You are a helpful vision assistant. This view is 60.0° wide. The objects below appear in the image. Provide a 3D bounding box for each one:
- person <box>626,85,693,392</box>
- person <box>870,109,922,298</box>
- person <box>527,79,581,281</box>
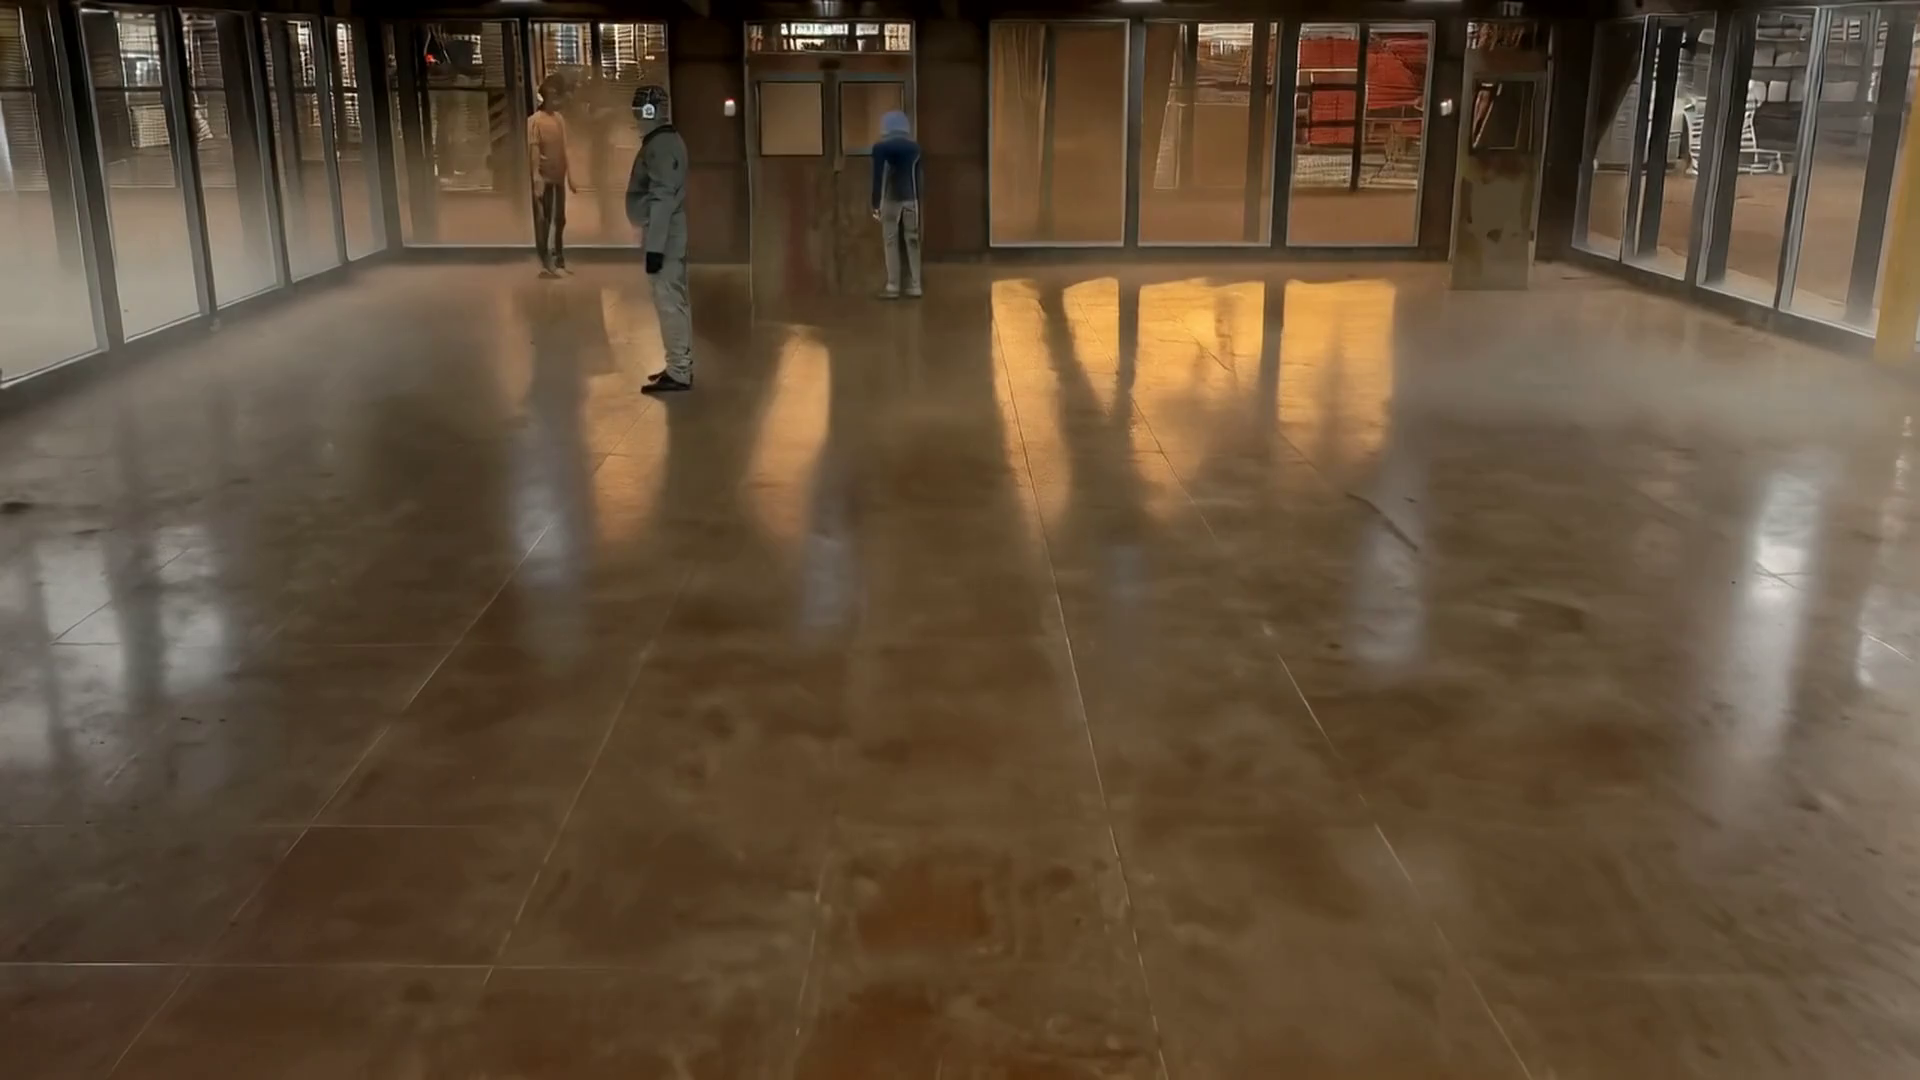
[{"bbox_3d":[-1.907,-1.895,10.550,0.399,1.910,0.643,0,16,1],"label":"person"},{"bbox_3d":[-0.549,-2.949,14.617,0.508,1.631,0.266,-11,20,-33],"label":"person"},{"bbox_3d":[-3.852,-3.397,15.732,0.311,1.869,0.534,7,18,22],"label":"person"}]
